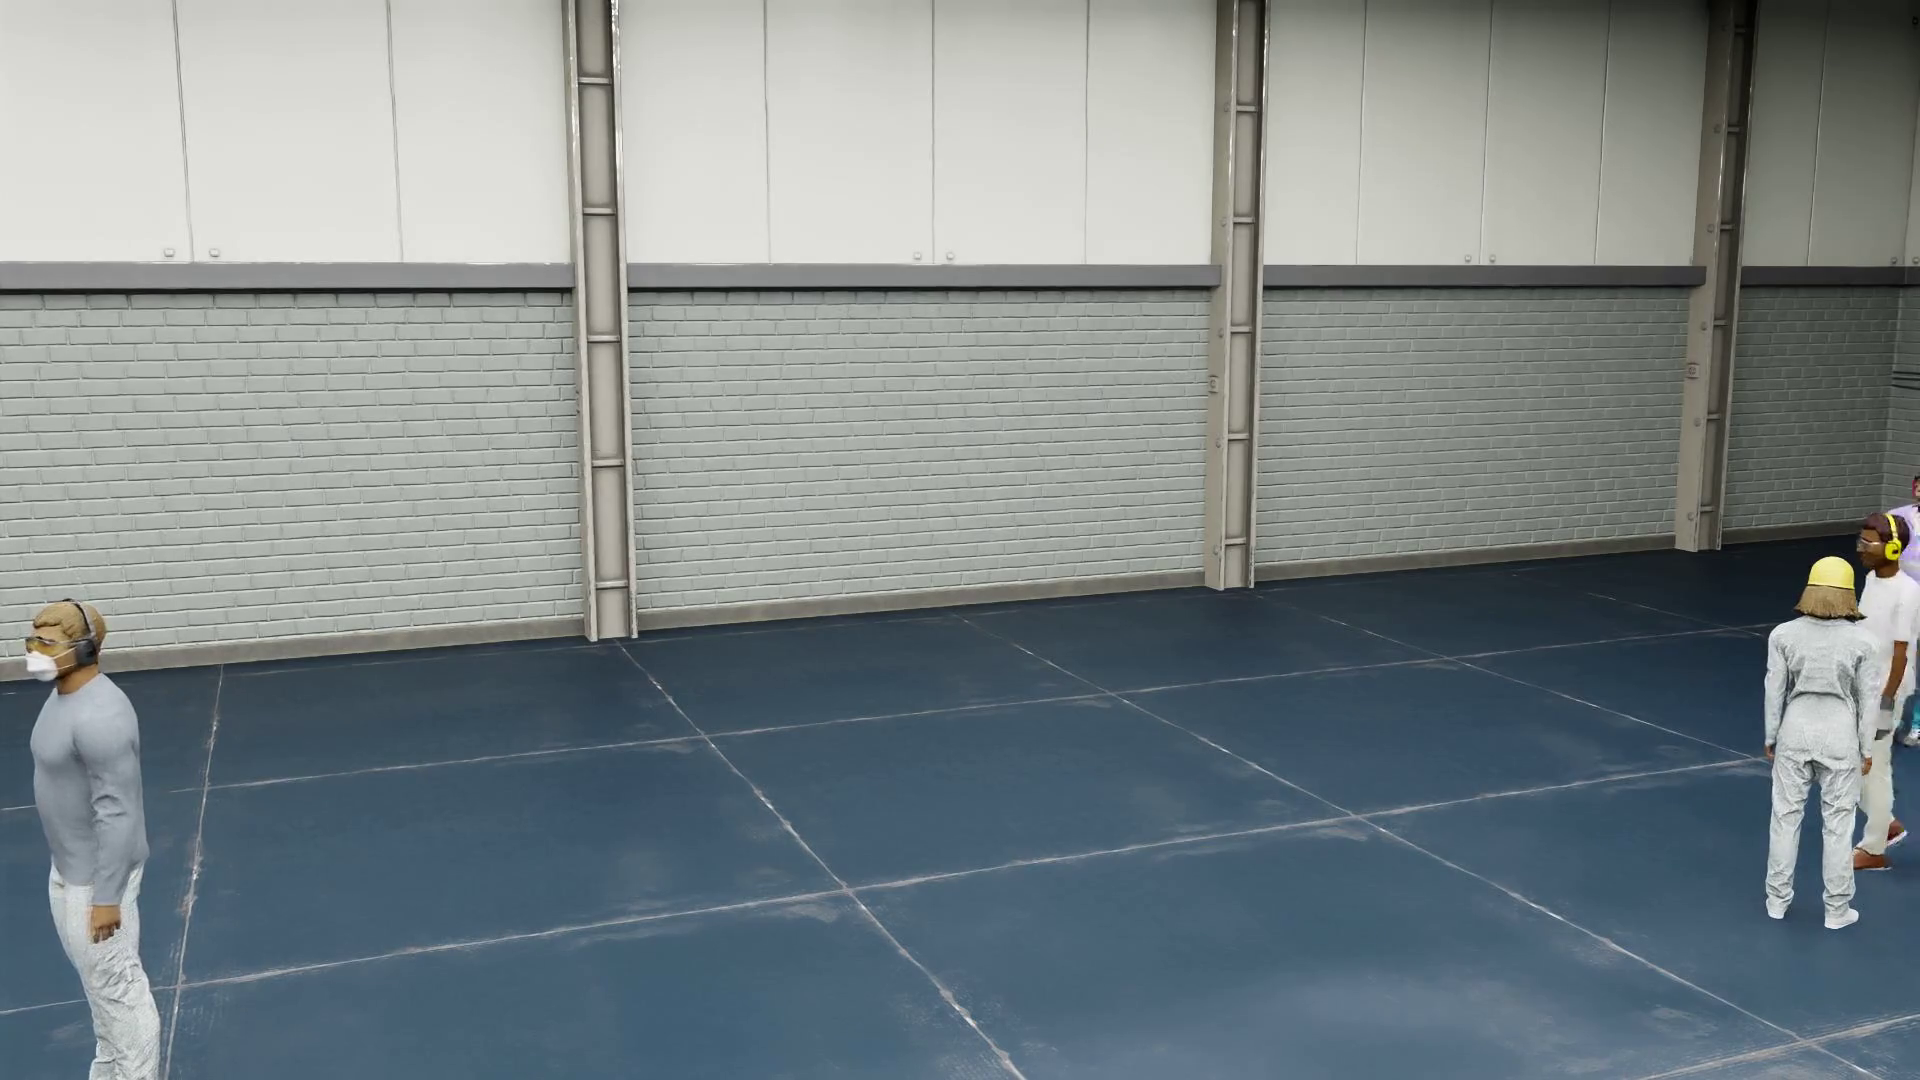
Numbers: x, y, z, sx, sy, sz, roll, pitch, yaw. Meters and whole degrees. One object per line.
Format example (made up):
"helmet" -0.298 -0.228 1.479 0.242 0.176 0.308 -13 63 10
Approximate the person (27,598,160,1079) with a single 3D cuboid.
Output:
"person" -3.022 1.155 5.781 0.360 1.939 0.636 -7 12 -39

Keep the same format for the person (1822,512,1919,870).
"person" 4.593 0.778 8.403 0.386 1.855 0.552 1 9 6

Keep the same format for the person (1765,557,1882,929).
"person" 4.018 0.939 7.774 0.484 1.737 0.305 7 11 36

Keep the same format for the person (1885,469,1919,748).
"person" 6.093 0.444 10.588 0.606 1.822 0.606 -8 12 -40
